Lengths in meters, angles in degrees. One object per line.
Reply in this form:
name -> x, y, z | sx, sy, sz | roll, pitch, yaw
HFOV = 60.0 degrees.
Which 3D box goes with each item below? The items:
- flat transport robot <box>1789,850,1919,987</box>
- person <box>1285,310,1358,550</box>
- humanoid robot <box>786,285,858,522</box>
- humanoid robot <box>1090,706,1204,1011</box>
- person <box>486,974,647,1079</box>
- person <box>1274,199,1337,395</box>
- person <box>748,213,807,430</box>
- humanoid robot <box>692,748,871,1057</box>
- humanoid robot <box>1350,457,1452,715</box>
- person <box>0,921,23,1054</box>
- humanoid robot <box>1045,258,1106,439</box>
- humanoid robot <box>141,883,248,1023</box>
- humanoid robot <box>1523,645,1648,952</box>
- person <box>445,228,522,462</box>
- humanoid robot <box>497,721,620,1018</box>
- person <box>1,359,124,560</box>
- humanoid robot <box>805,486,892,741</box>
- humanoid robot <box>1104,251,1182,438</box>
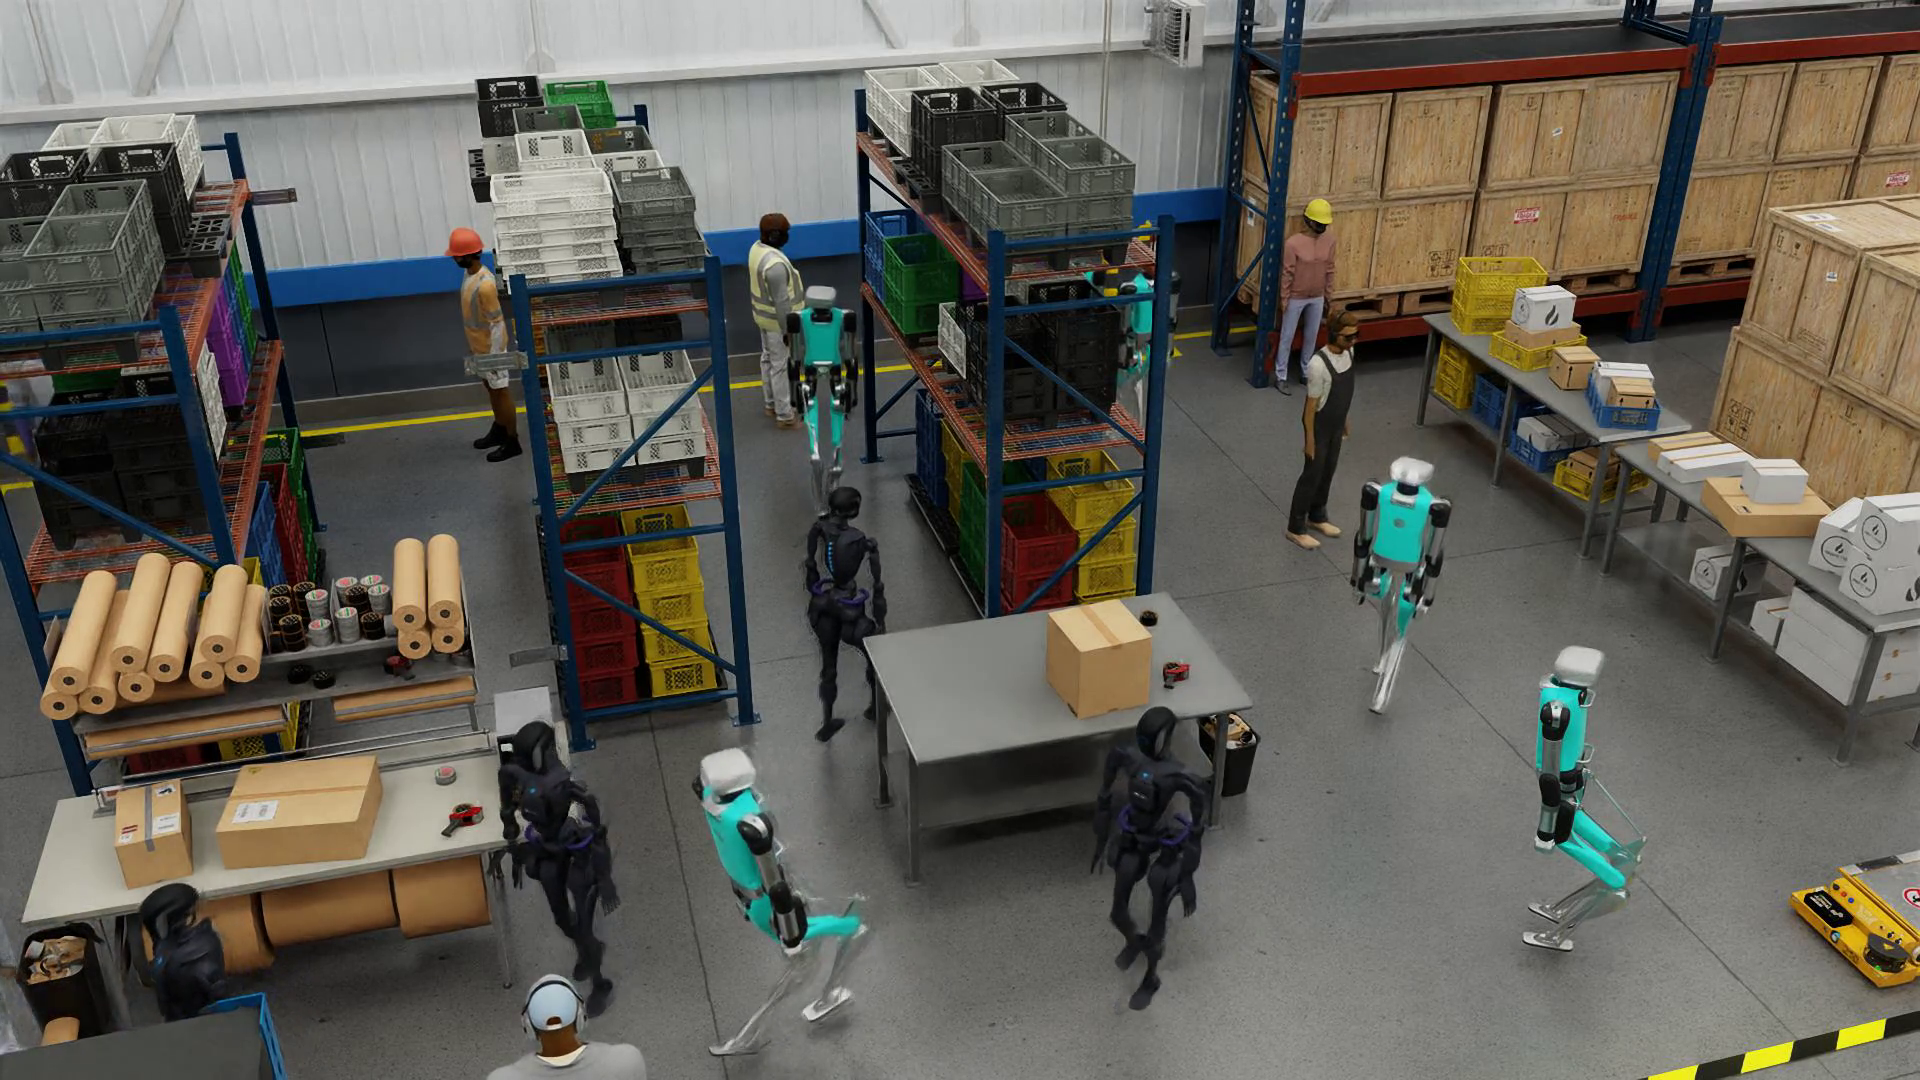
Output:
flat transport robot -> 5.163, 1.916, 8.676 | 1.431, 0.231, 0.659 | -8, 30, -14
person -> 2.634, -0.800, 11.997 | 0.331, 1.836, 0.503 | 23, 36, 36
humanoid robot -> -1.007, -0.934, 12.378 | 0.531, 1.779, 0.987 | -2, 29, -4
humanoid robot -> 0.907, 1.499, 7.985 | 0.585, 1.668, 0.367 | 17, 33, 28
person -> -1.420, 2.351, 6.243 | 0.588, 1.849, 0.394 | -8, 30, -14
person -> 3.019, -2.114, 14.463 | 0.522, 1.761, 0.336 | -10, 30, -18
person -> -1.505, -1.823, 13.847 | 0.429, 1.841, 0.626 | -12, 31, -20
humanoid robot -> -0.776, 1.629, 7.657 | 0.984, 1.717, 0.557 | -21, 35, -33
humanoid robot -> 2.714, 0.218, 10.250 | 0.546, 1.728, 1.025 | 14, 32, 24
person -> -4.299, 1.933, 7.126 | 0.505, 1.714, 0.646 | -25, 37, -37
humanoid robot -> 0.917, -1.429, 13.243 | 0.534, 1.775, 0.728 | -3, 29, -6
humanoid robot -> -3.088, 2.062, 6.992 | 0.593, 1.642, 0.740 | 21, 35, 33
humanoid robot -> 3.101, 1.314, 8.113 | 0.735, 1.671, 0.533 | 15, 32, 25
person -> -3.798, -1.558, 13.270 | 0.372, 1.932, 0.543 | -16, 33, -27
humanoid robot -> -1.874, 1.508, 7.970 | 0.588, 1.641, 0.456 | 8, 30, 15
person -> -6.279, -0.779, 11.758 | 0.616, 2.018, 0.447 | -8, 30, -14
humanoid robot -> -0.683, 0.403, 9.976 | 0.599, 1.641, 0.583 | 17, 33, 28
humanoid robot -> 1.384, -1.537, 13.502 | 0.567, 1.832, 0.850 | -11, 31, -20
